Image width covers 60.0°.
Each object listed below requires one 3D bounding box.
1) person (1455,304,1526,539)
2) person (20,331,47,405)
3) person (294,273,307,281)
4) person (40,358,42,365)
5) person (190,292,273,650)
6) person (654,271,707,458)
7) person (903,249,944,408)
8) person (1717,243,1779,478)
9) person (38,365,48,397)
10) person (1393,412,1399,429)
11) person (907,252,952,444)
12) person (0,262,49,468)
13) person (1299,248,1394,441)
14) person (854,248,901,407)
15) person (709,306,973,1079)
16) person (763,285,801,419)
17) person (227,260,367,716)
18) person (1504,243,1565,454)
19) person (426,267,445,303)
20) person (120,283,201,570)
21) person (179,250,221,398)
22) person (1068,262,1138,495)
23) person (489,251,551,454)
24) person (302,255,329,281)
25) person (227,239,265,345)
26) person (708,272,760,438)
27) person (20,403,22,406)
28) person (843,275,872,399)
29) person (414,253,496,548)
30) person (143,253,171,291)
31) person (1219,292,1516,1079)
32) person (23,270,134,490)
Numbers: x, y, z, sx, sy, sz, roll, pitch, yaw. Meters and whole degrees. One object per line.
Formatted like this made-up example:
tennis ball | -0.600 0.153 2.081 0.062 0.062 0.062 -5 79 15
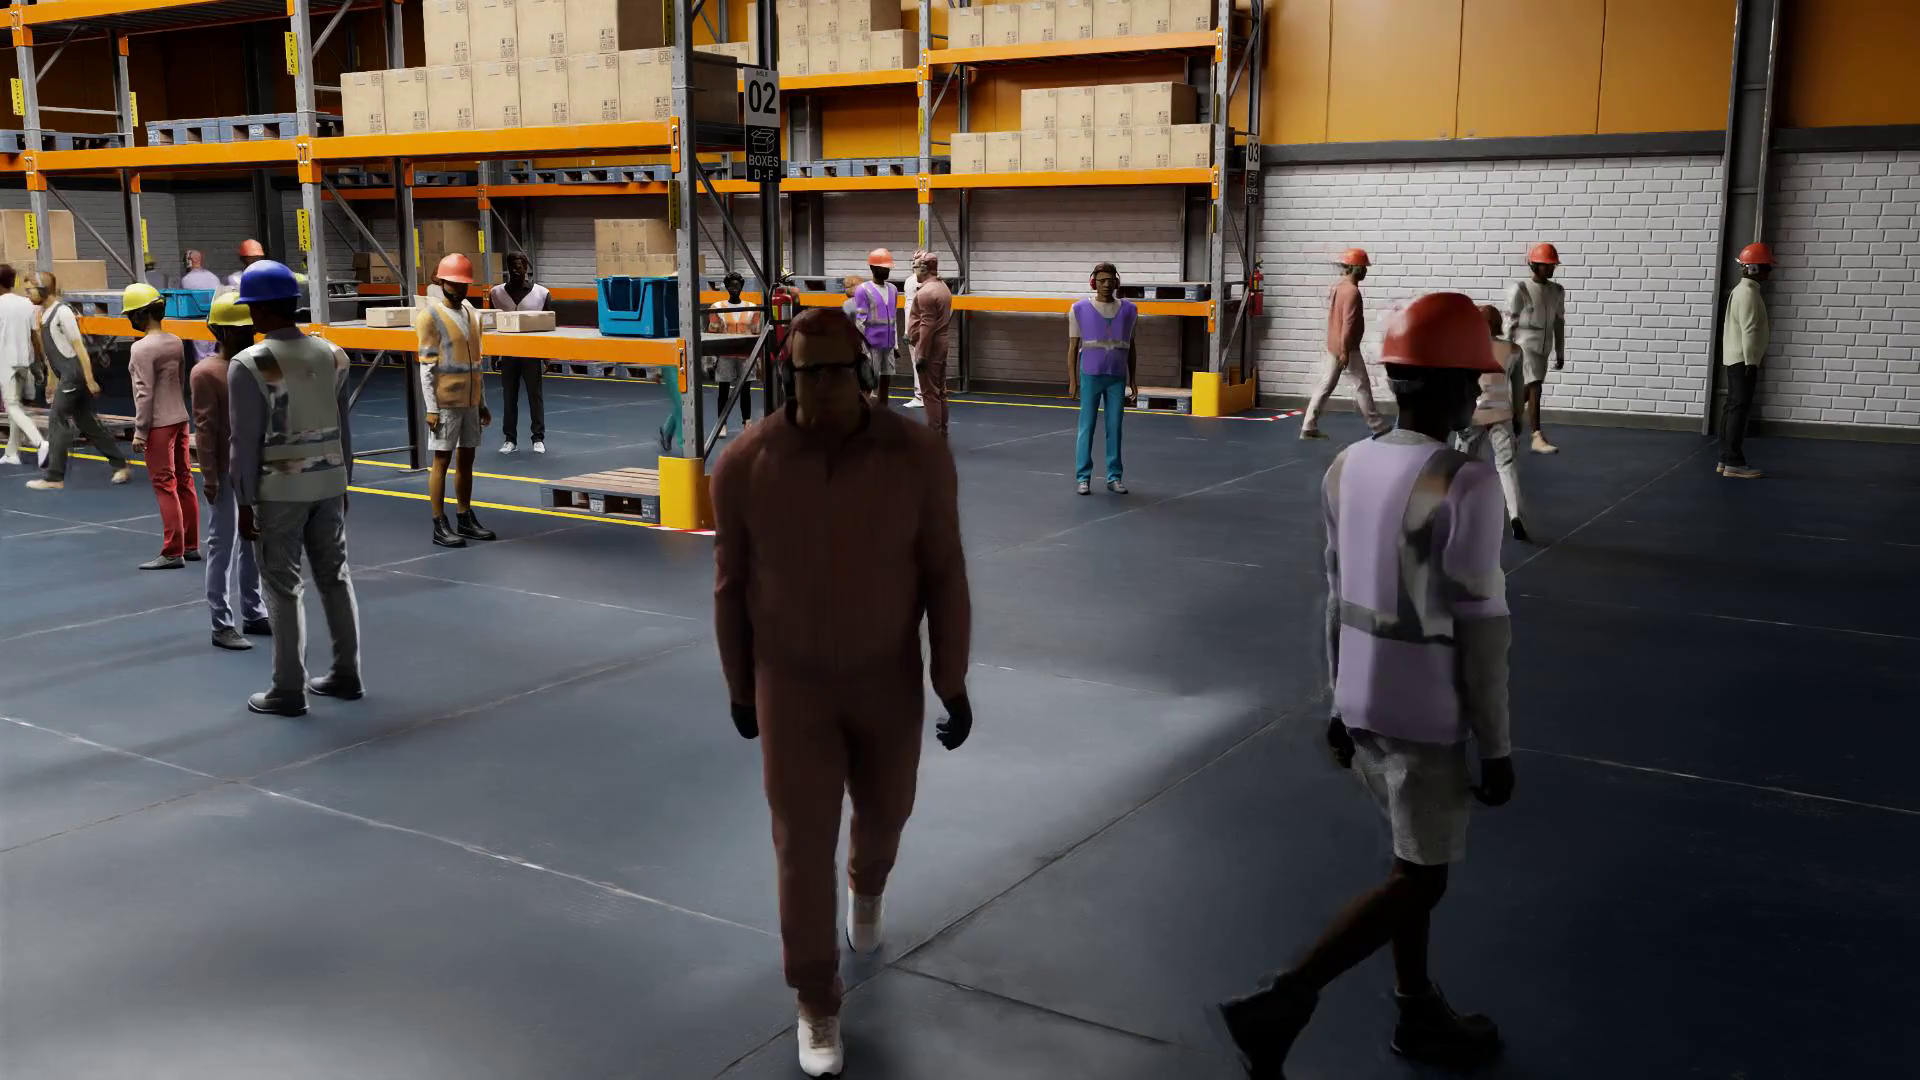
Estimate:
person | 3.661 -0.828 11.482 0.514 1.589 0.902 0 10 2
person | -11.248 -2.580 20.377 0.882 1.903 0.643 4 11 21
person | -6.571 -1.809 16.608 0.886 1.697 0.499 7 12 32
person | -14.906 -3.583 26.634 0.518 1.616 0.486 -2 10 -12
person | -3.583 -0.346 8.312 0.326 1.767 0.533 3 11 16
person | -2.633 -1.622 15.454 0.530 1.742 0.740 -9 13 -40
person | -0.475 -2.556 20.161 0.401 1.910 0.641 8 13 38
person | 6.746 -1.537 14.274 0.382 1.995 0.612 3 11 16
person | -11.356 -2.691 20.879 0.554 1.918 0.562 6 12 29
person | 2.838 -0.609 10.086 0.861 1.648 0.546 -2 10 -10
person | -0.309 -1.808 16.030 0.402 1.904 0.652 3 11 15
person | -8.415 -1.551 14.808 0.860 1.843 0.527 5 11 27
person | 3.914 -1.937 16.672 1.047 1.937 0.647 -1 10 -4
person | -0.814 -2.007 17.044 0.368 1.933 0.553 10 14 43
person | -0.316 0.322 4.333 0.640 1.872 0.889 -2 10 -10
person | -1.507 -1.514 15.220 0.812 1.601 0.532 -2 10 -10
person | -2.866 -0.223 7.151 0.407 1.939 0.608 5 12 27
person | 5.517 -1.872 16.134 0.616 2.009 0.993 -4 11 -21
person | -7.796 -3.284 24.987 0.273 1.629 0.502 5 11 26
person | -4.952 -0.696 10.272 0.325 1.760 0.523 0 10 1
person | -9.634 -2.739 21.221 0.531 1.896 0.664 2 10 11
person | 1.138 -1.285 13.287 0.569 1.844 0.378 -2 10 -12
person | -4.176 -1.780 15.832 0.593 1.920 0.392 -1 10 -4
person | -9.442 -3.277 24.361 0.537 1.841 0.889 -6 12 -30
person | -8.171 -2.461 19.281 0.536 2.030 0.627 8 13 37
person | -2.303 -1.888 17.043 0.532 1.697 0.319 -3 11 -17
person | -11.662 -2.525 20.054 0.352 1.884 0.579 7 12 34
person | -1.234 -2.297 19.536 0.586 1.611 0.504 7 12 35
person | -3.334 -0.927 11.064 0.376 1.934 0.547 5 12 28
person | -12.721 -3.600 26.207 0.463 1.809 0.616 8 13 39
person | 0.973 0.388 3.880 0.813 1.914 0.551 -4 11 -20
person | -7.235 -1.307 13.610 0.811 1.794 0.522 -7 12 -34
